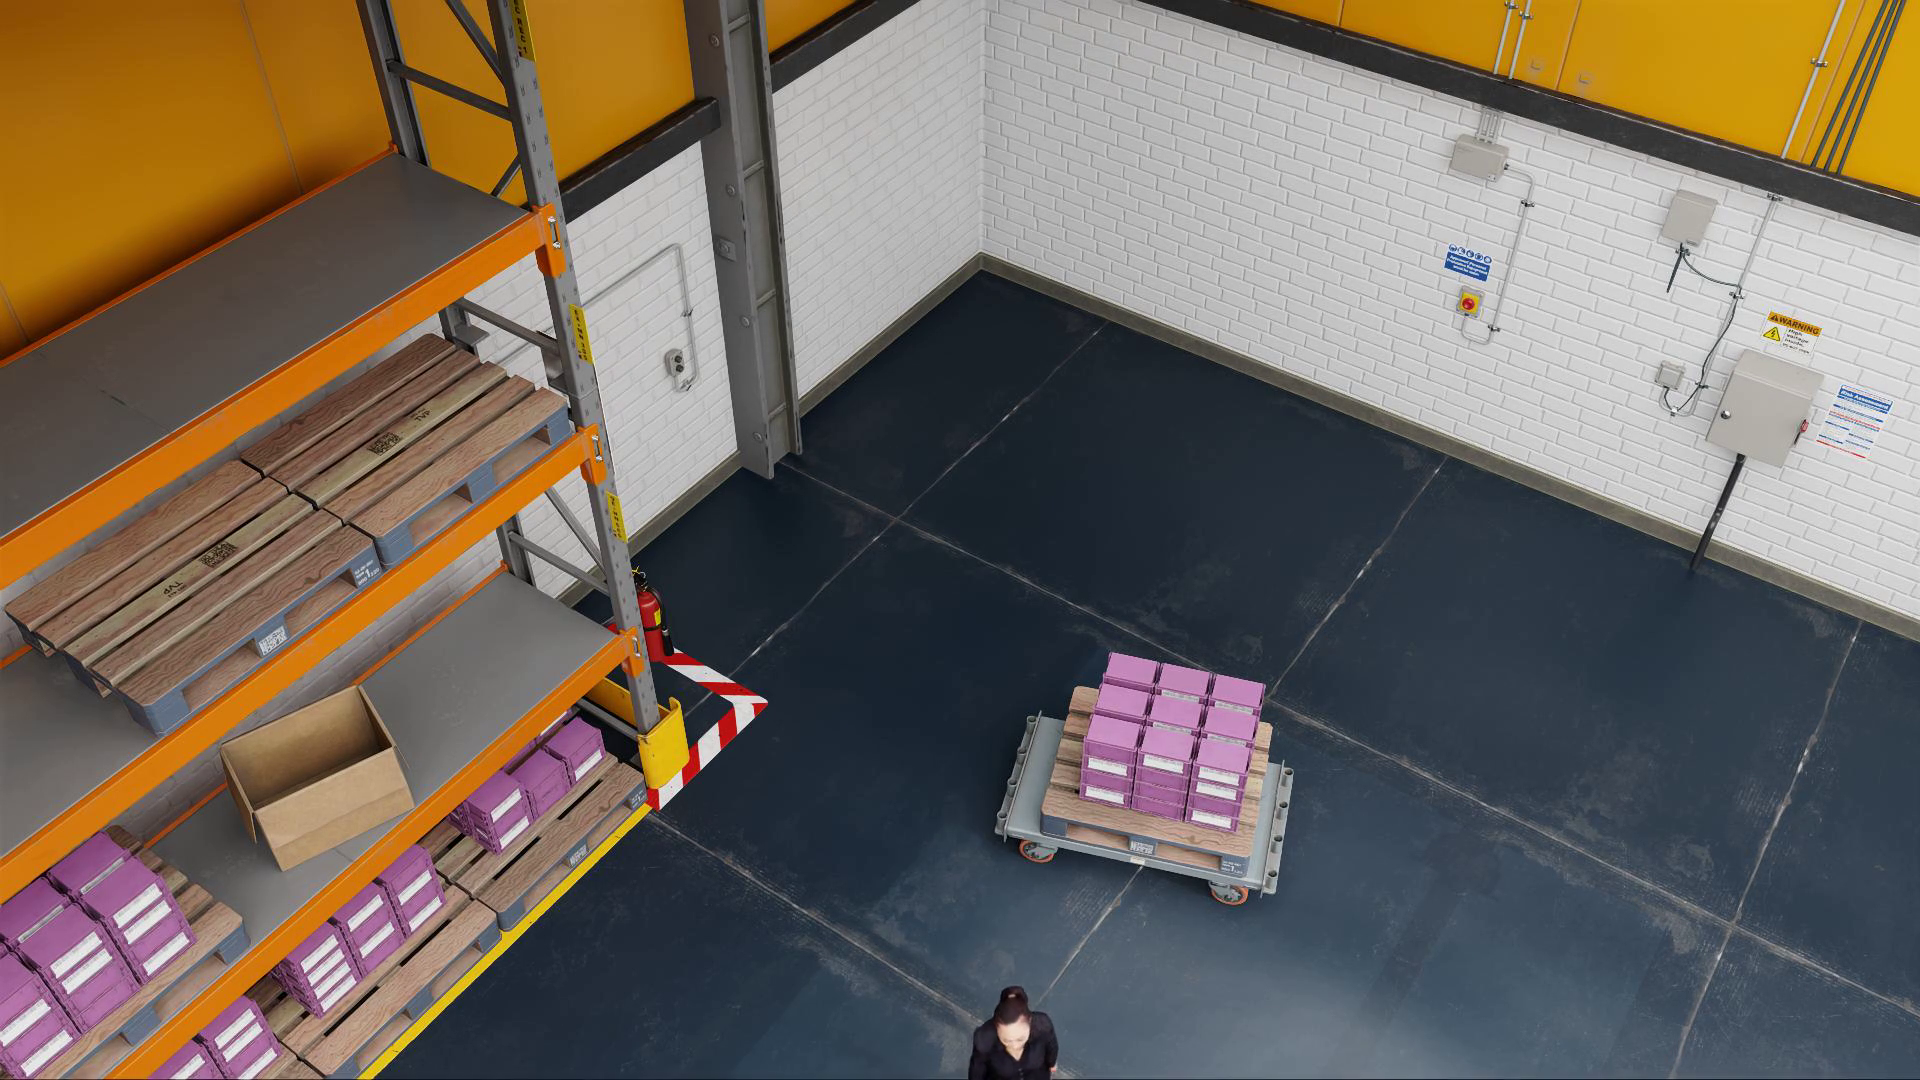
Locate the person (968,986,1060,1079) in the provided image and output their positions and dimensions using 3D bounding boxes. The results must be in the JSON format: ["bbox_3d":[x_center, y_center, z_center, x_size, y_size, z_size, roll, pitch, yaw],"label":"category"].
[{"bbox_3d":[0.253,2.558,8.011,0.792,1.681,0.852,-8,44,-9],"label":"person"}]
